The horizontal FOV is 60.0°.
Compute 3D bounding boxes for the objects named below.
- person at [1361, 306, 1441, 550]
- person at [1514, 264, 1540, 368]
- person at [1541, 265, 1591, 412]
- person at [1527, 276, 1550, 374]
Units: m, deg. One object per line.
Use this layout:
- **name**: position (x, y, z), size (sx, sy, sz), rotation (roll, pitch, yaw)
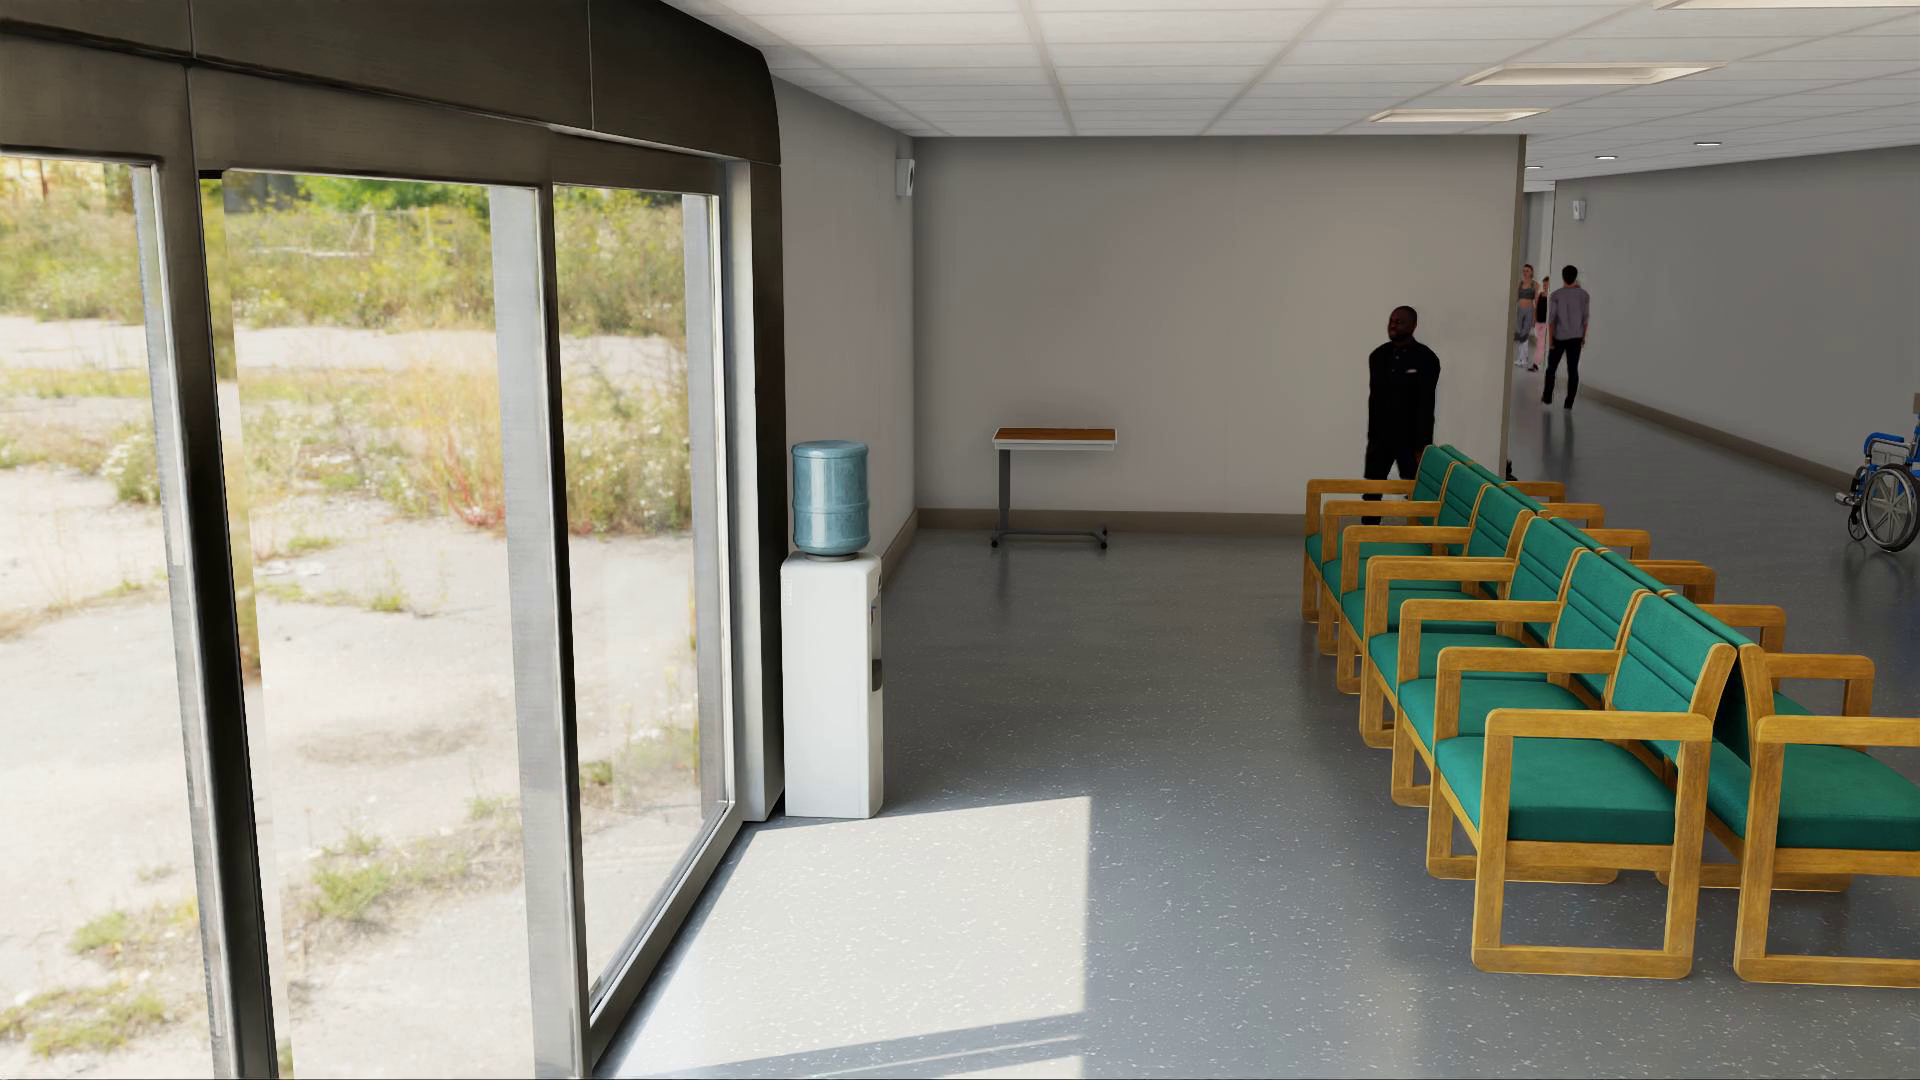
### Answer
- **person**: position (3.009, -0.651, 11.198), size (1.224, 1.787, 1.181), rotation (-10, 14, -41)
- **person**: position (9.396, -3.693, 27.505), size (0.925, 1.683, 0.953), rotation (10, 14, 42)
- **person**: position (7.705, -2.532, 21.040), size (0.967, 1.813, 0.782), rotation (2, 11, 11)
- **person**: position (9.353, -3.417, 26.461), size (1.028, 1.530, 0.909), rotation (-6, 12, -30)
